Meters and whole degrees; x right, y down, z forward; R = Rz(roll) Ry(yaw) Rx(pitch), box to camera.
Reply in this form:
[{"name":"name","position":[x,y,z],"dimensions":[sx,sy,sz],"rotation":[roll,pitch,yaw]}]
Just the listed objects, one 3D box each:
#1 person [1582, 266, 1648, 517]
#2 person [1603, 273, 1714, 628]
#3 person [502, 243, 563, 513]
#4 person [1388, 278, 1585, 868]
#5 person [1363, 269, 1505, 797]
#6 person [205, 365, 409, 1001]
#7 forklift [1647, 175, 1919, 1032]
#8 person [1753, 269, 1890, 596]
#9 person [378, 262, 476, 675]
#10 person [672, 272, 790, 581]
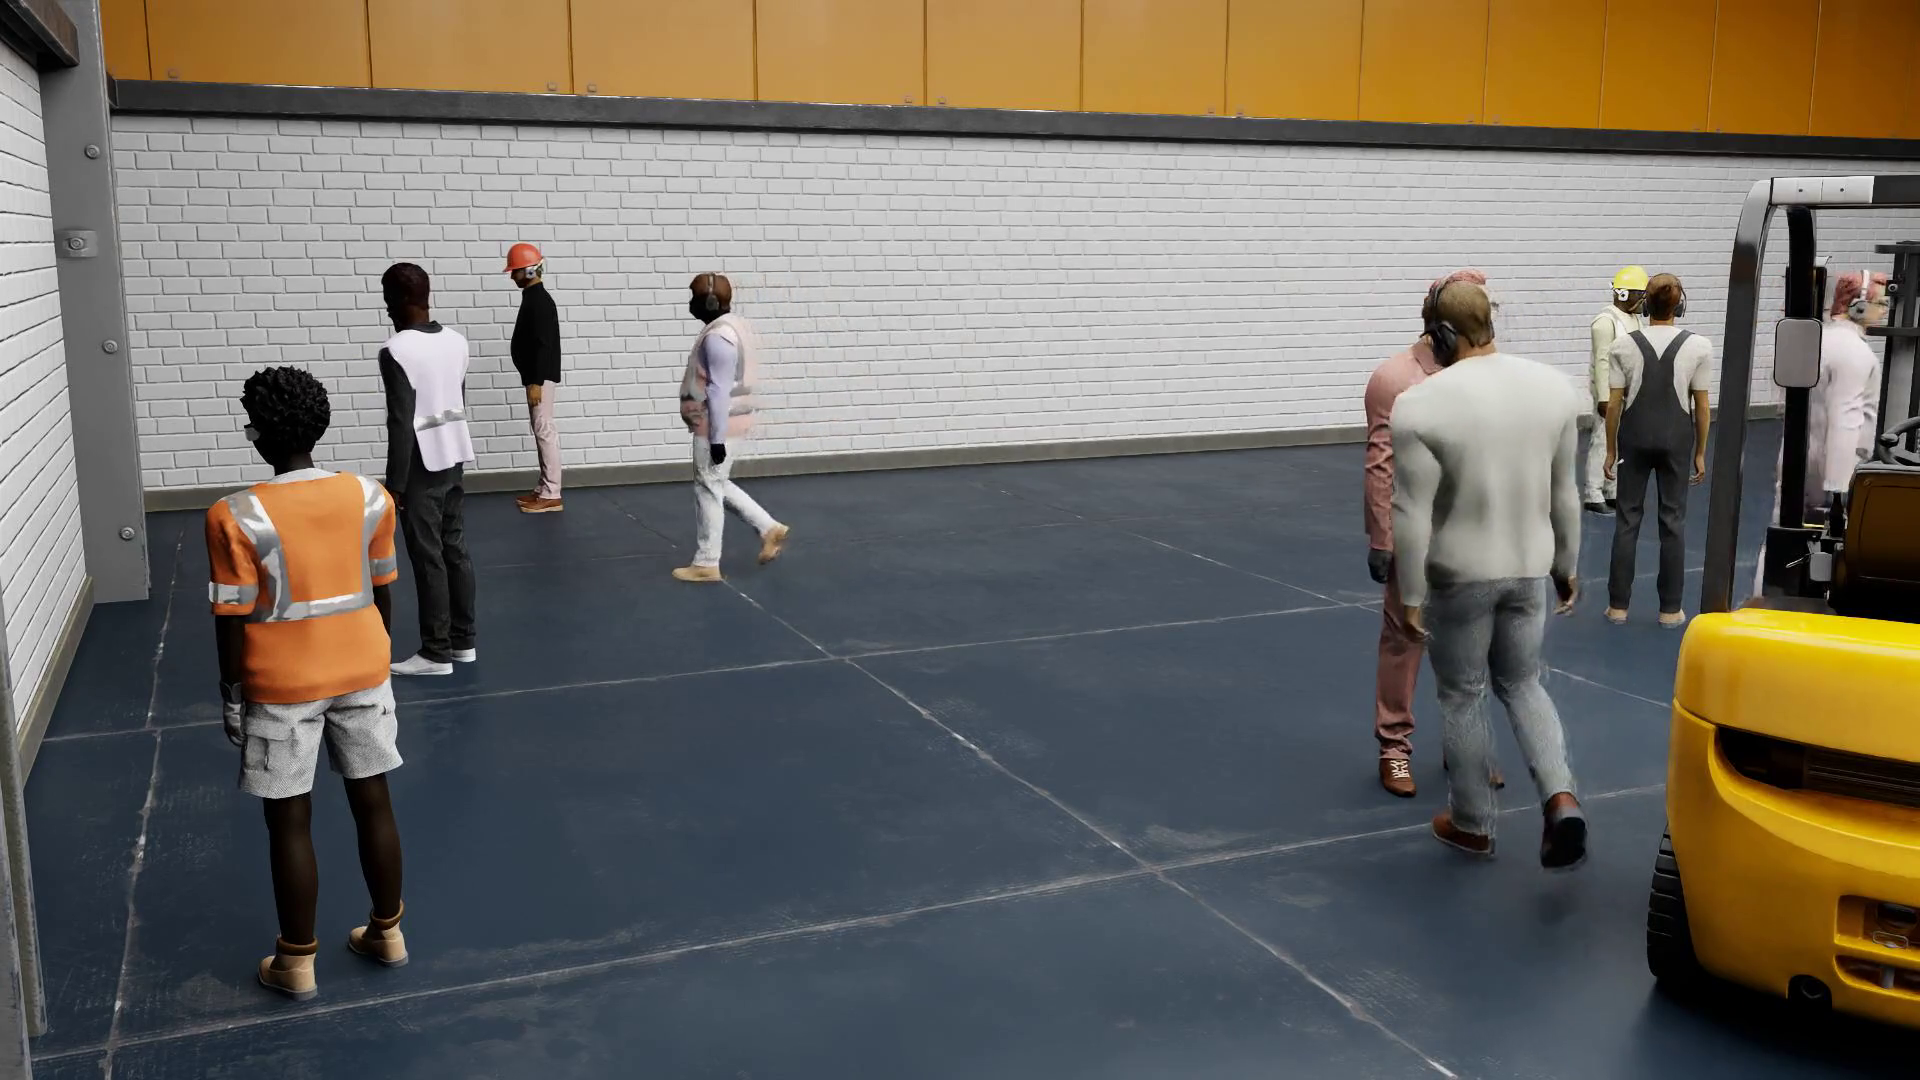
[{"name":"person","position":[4.825,-1.085,12.190],"dimensions":[0.595,1.825,0.403],"rotation":[-9,14,-42]},{"name":"person","position":[3.618,-0.459,8.668],"dimensions":[0.507,1.847,0.345],"rotation":[4,11,23]},{"name":"person","position":[-3.159,-1.198,12.354],"dimensions":[0.392,1.986,0.611],"rotation":[-3,11,-16]},{"name":"person","position":[1.687,0.140,5.225],"dimensions":[0.702,1.901,0.634],"rotation":[-2,10,-10]},{"name":"person","position":[1.788,-0.022,6.077],"dimensions":[0.649,1.913,0.409],"rotation":[-3,11,-14]},{"name":"person","position":[-1.738,0.382,4.464],"dimensions":[0.320,1.694,0.532],"rotation":[9,14,40]},{"name":"forklift","position":[2.810,0.094,4.662],"dimensions":[1.214,2.155,2.313],"rotation":[7,12,34]},{"name":"person","position":[4.190,-0.316,7.787],"dimensions":[0.852,1.874,0.692],"rotation":[1,10,3]},{"name":"person","position":[-2.475,-0.323,7.738],"dimensions":[0.392,1.913,0.588],"rotation":[2,11,13]},{"name":"person","position":[-1.386,-0.658,9.809],"dimensions":[0.608,1.830,0.640],"rotation":[0,10,0]}]
